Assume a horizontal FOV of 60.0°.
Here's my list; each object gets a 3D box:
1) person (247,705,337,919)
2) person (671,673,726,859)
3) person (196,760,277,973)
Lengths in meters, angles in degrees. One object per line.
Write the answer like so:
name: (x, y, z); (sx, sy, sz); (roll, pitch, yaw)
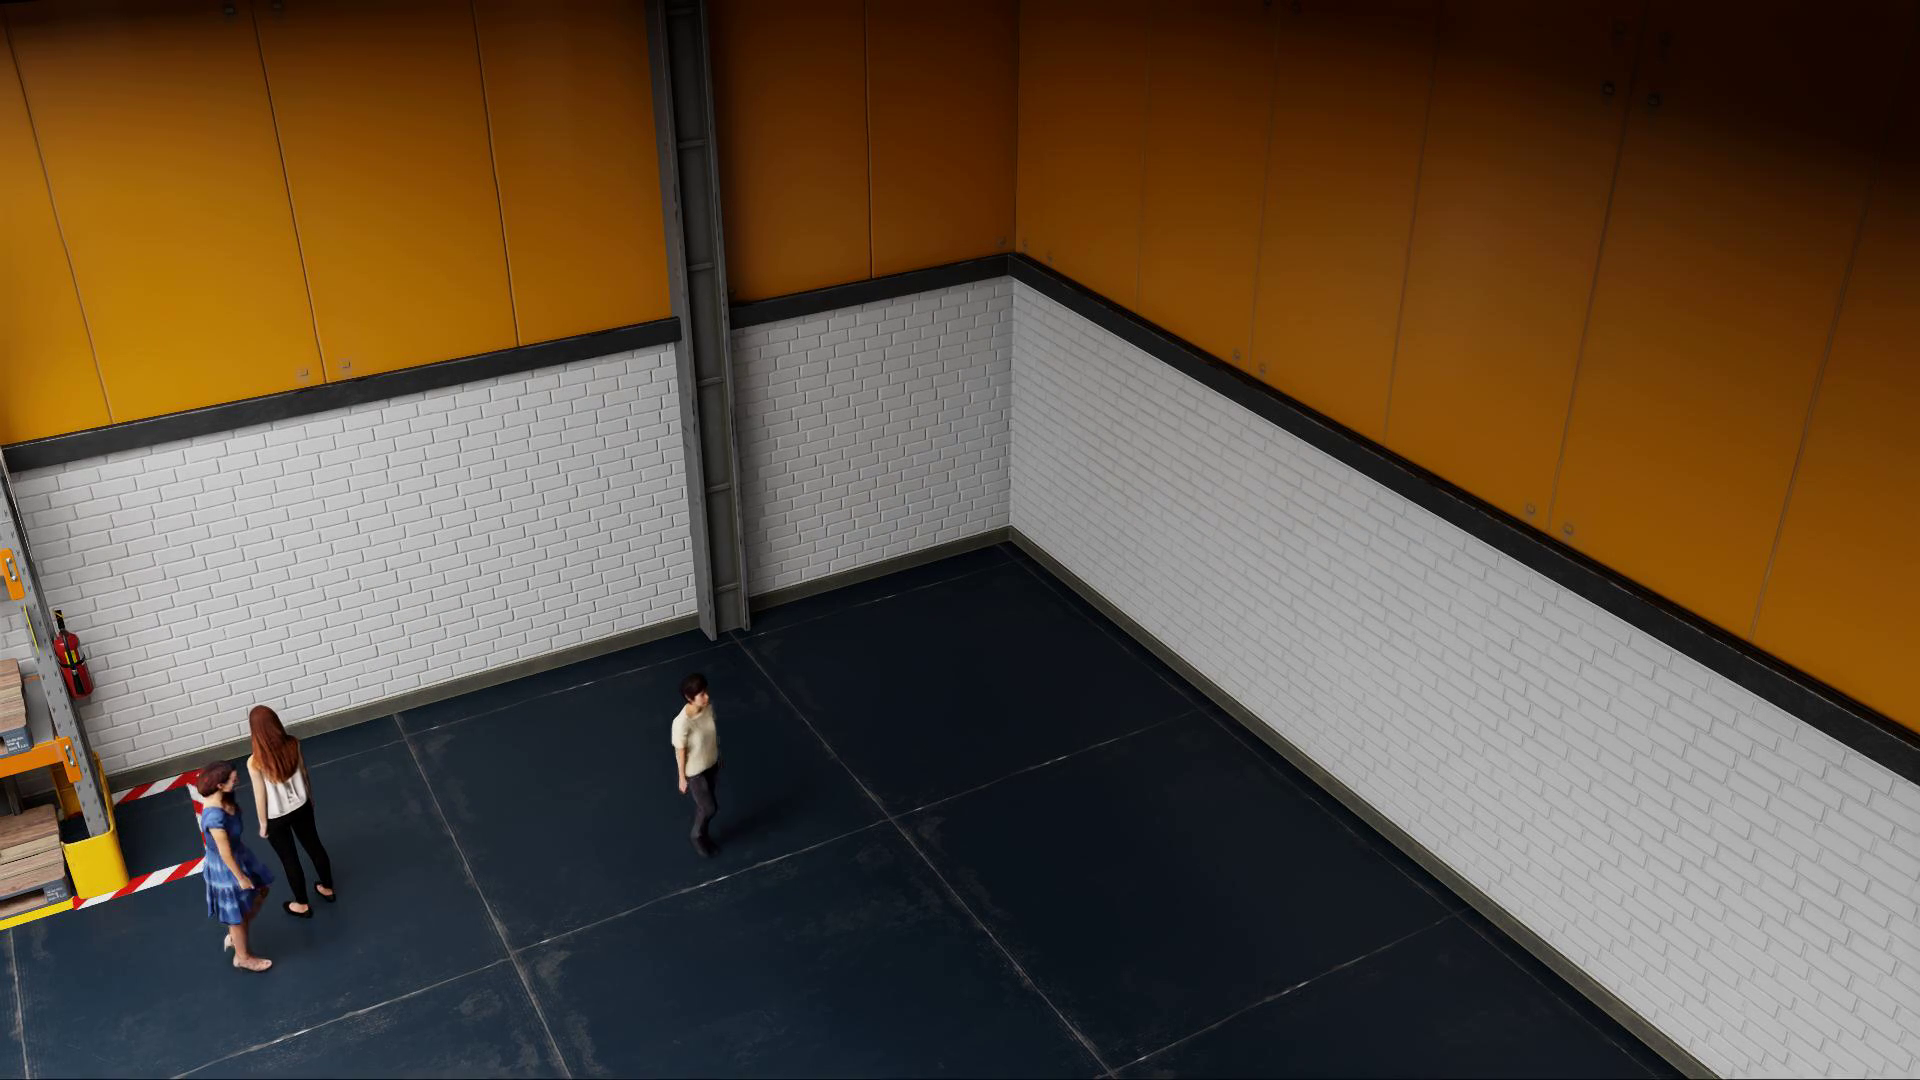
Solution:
person: (-4.690, 1.890, 11.613); (0.711, 1.720, 0.579); (18, 33, 30)
person: (-1.966, 1.650, 12.201); (0.756, 1.577, 0.659); (14, 32, 24)
person: (-4.880, 2.214, 10.956); (0.727, 1.779, 0.734); (-11, 31, -20)
